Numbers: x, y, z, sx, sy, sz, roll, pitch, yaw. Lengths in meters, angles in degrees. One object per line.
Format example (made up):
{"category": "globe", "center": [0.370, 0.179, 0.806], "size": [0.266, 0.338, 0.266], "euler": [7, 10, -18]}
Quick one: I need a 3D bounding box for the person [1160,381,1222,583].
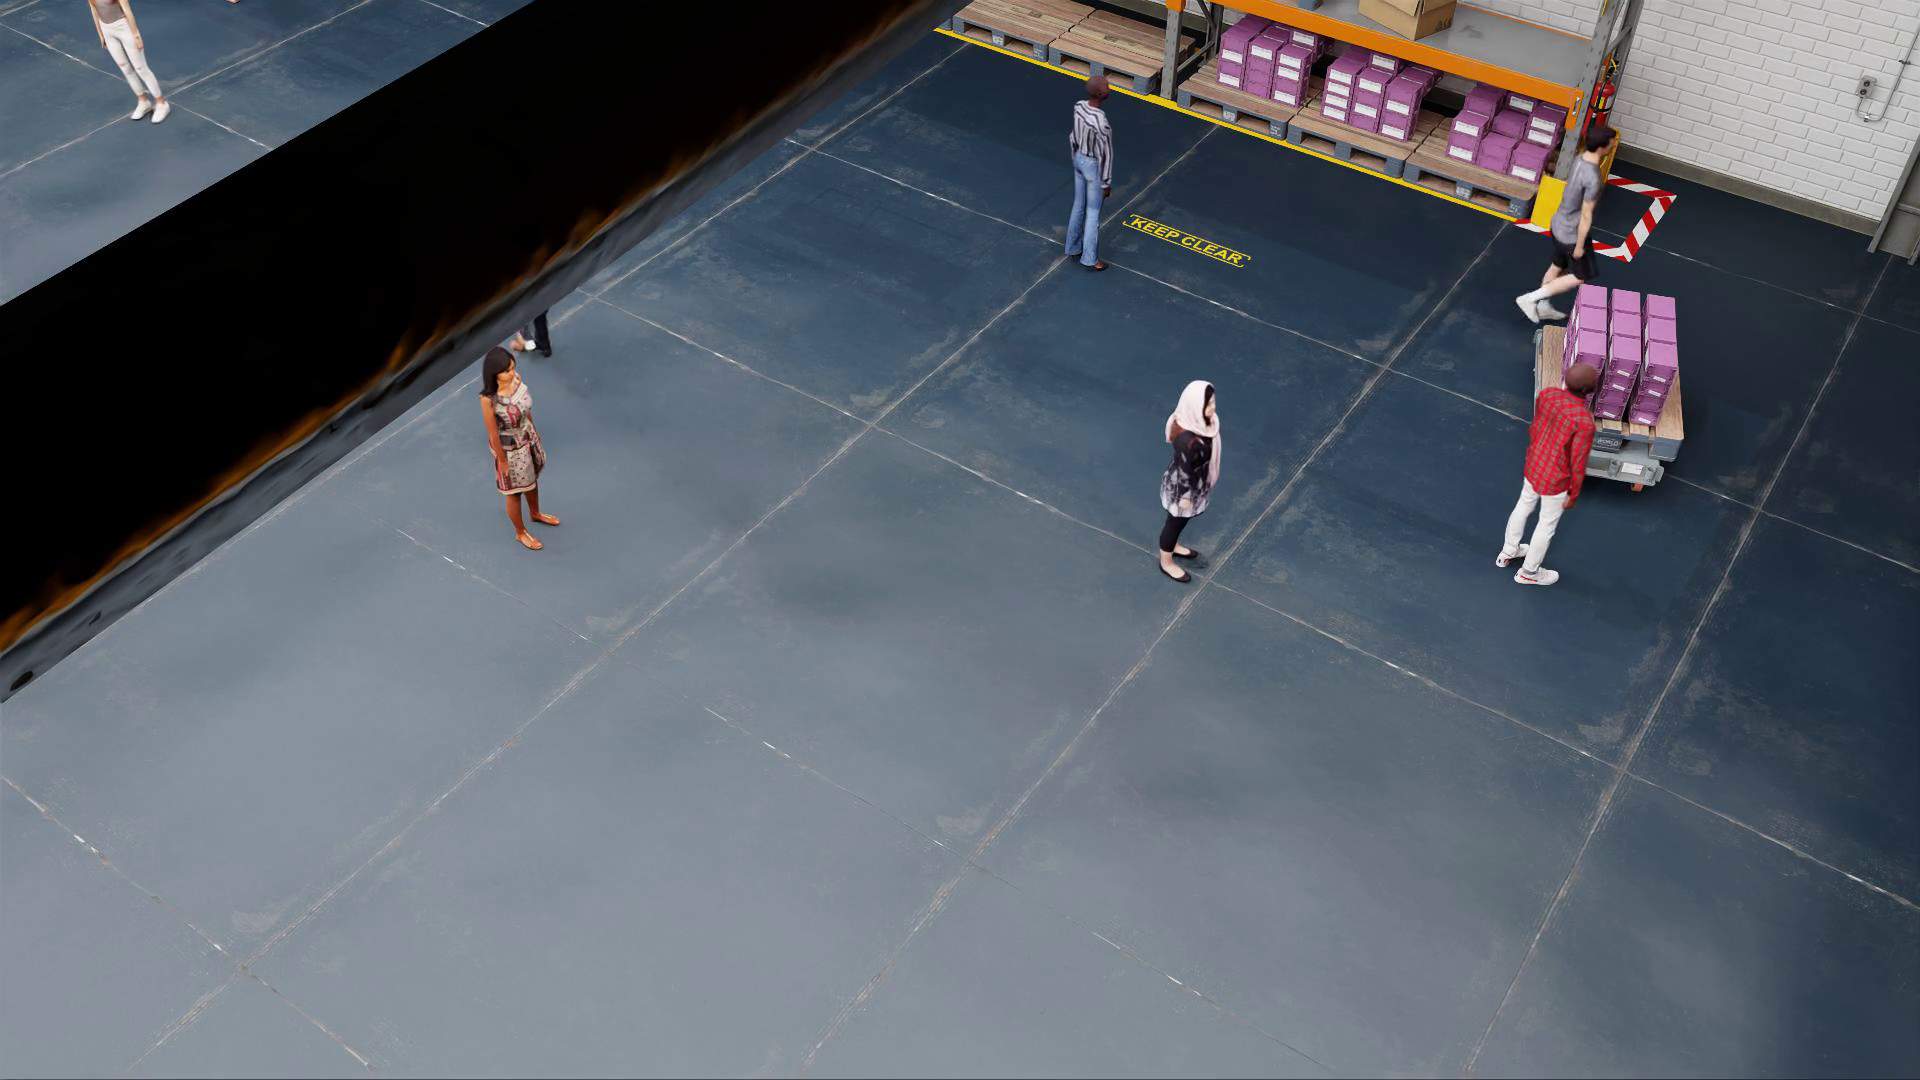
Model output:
{"category": "person", "center": [1.553, -0.431, 11.391], "size": [0.711, 1.635, 0.704], "euler": [13, 45, 13]}

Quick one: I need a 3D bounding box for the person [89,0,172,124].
{"category": "person", "center": [-8.059, -4.870, 15.992], "size": [0.576, 1.716, 0.716], "euler": [9, 44, 9]}

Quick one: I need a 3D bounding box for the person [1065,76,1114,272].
{"category": "person", "center": [1.107, -3.108, 14.085], "size": [0.766, 1.795, 0.622], "euler": [-22, 48, -22]}

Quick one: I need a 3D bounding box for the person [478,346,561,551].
{"category": "person", "center": [-3.121, -0.675, 11.642], "size": [0.611, 1.644, 0.697], "euler": [15, 46, 16]}

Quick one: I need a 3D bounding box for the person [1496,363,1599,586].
{"category": "person", "center": [4.015, -0.466, 11.294], "size": [0.812, 1.820, 0.710], "euler": [-15, 46, -15]}

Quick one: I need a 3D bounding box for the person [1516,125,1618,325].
{"category": "person", "center": [4.850, -2.496, 13.395], "size": [0.977, 1.861, 0.918], "euler": [-1, 44, -1]}
